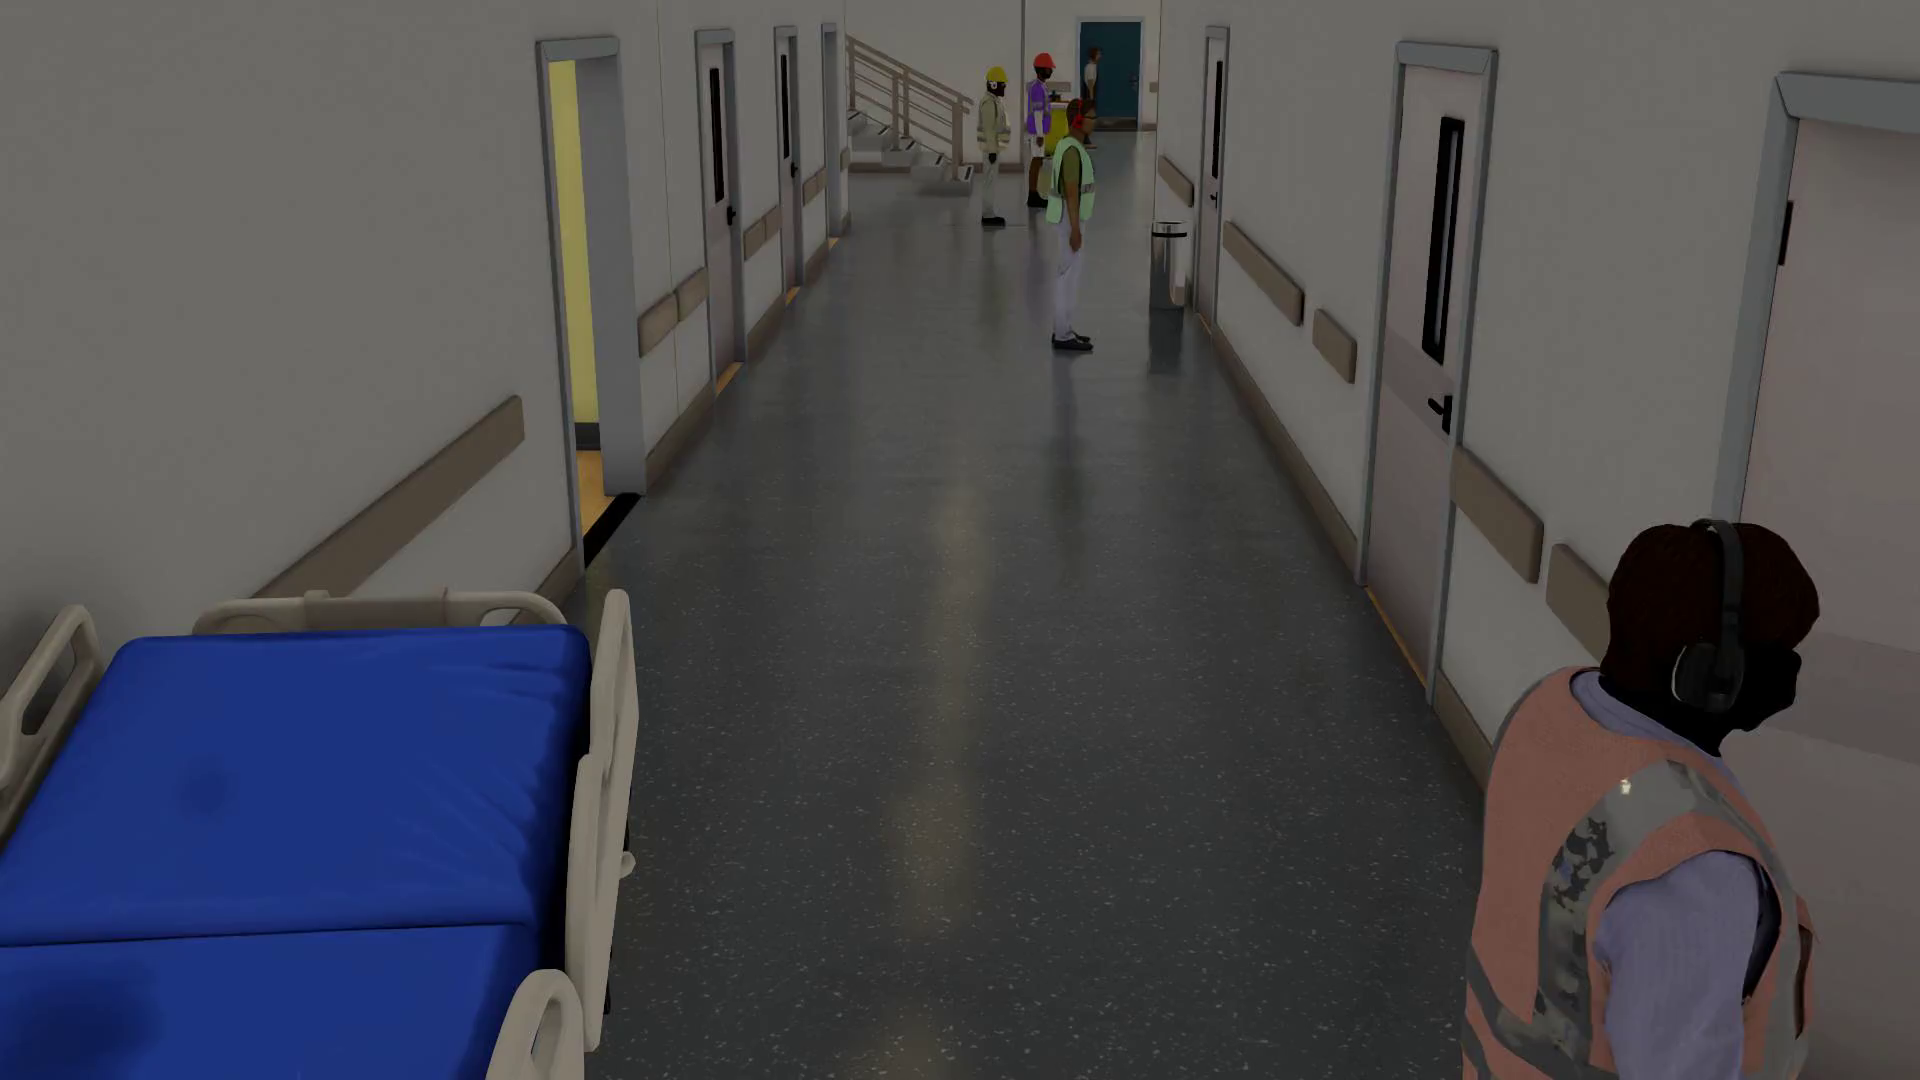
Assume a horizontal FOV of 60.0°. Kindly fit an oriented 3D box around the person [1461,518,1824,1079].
[{"bbox_3d":[0.923,0.854,2.340,0.429,1.839,0.633,1,18,2],"label":"person"}]

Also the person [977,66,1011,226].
[{"bbox_3d":[0.398,-4.633,19.597,0.404,1.827,0.600,1,18,2],"label":"person"}]

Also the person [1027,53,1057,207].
[{"bbox_3d":[1.050,-5.278,21.451,0.373,1.934,0.551,1,18,2],"label":"person"}]

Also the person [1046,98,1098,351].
[{"bbox_3d":[0.823,-2.349,12.401,0.373,1.840,0.570,1,18,2],"label":"person"}]

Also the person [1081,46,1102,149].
[{"bbox_3d":[2.404,-8.121,30.571,0.404,1.832,0.533,0,18,-1],"label":"person"}]
